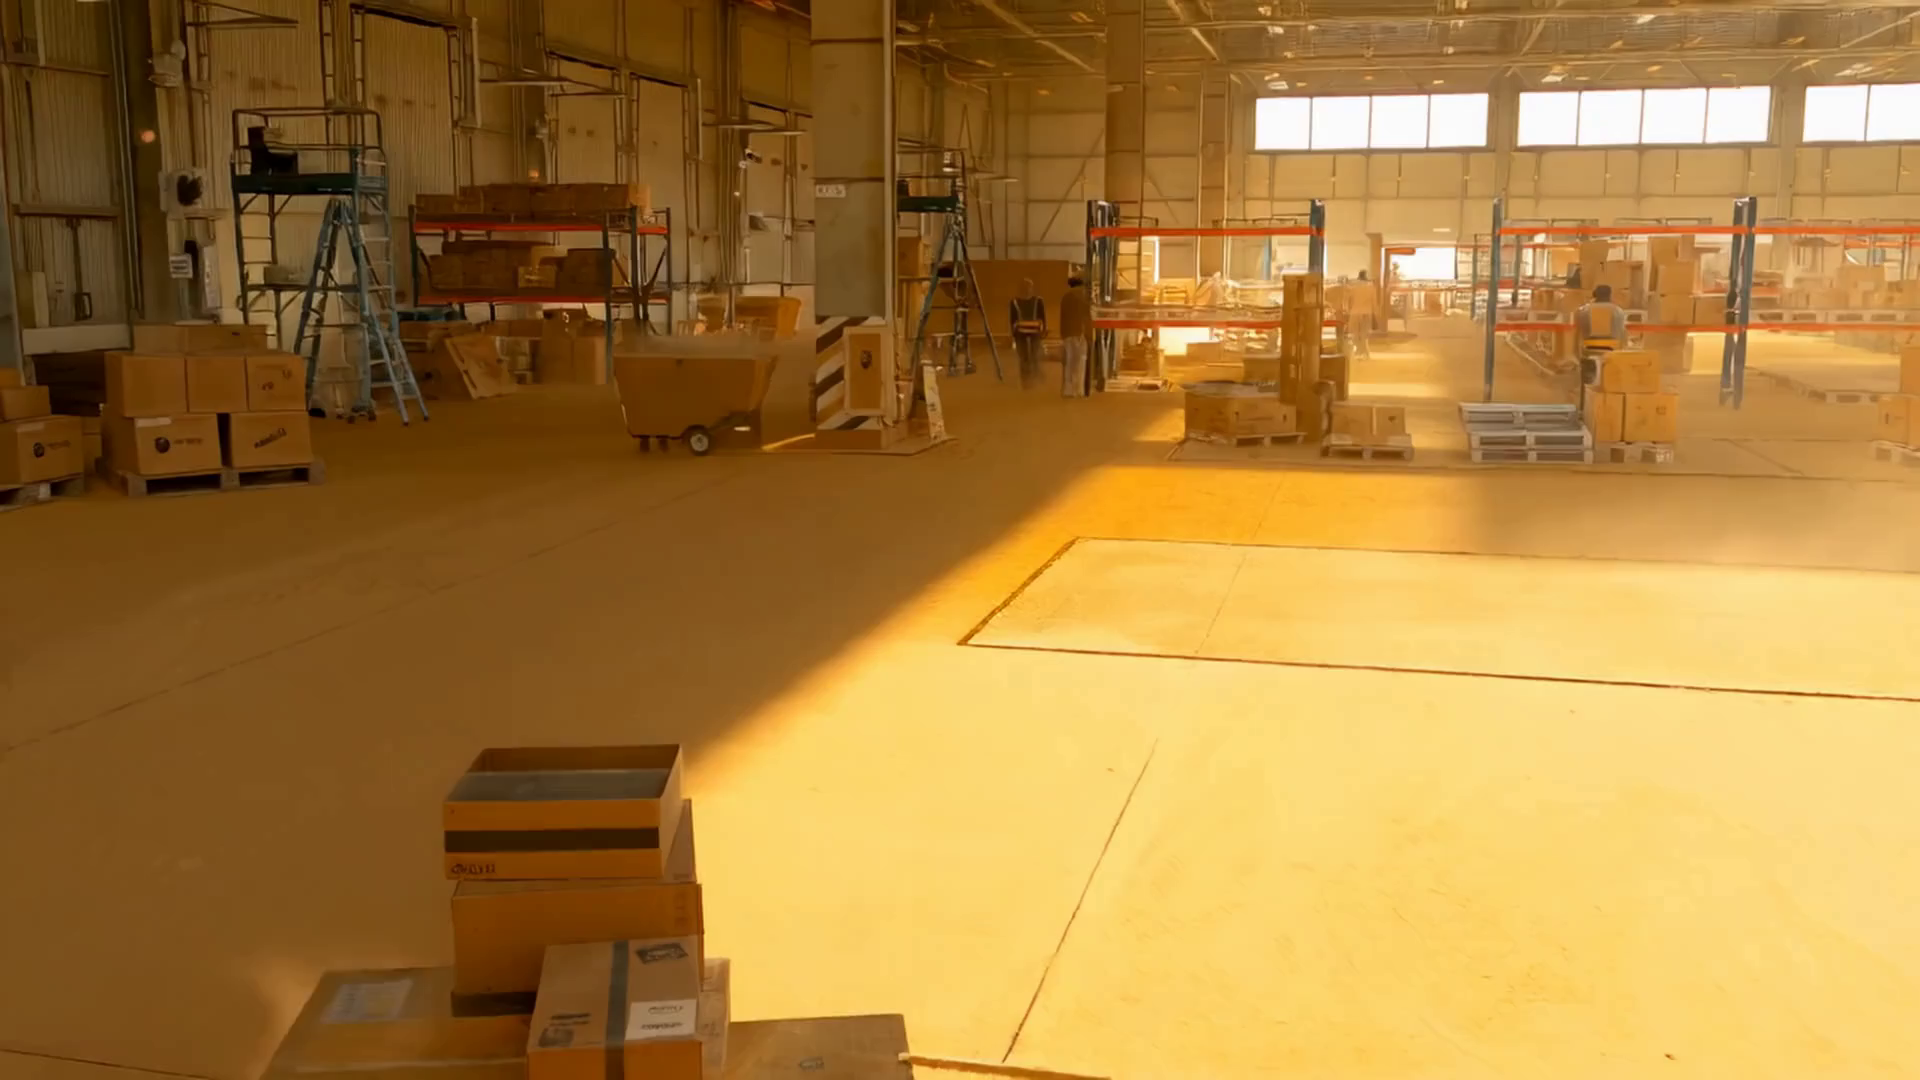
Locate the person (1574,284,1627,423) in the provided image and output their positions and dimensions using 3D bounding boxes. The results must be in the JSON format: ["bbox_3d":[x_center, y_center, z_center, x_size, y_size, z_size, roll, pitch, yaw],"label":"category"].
[{"bbox_3d":[8.210,-2.361,21.360,0.634,1.841,0.429,4,10,20],"label":"person"}]

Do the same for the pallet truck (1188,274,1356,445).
[{"bbox_3d":[3.653,-2.138,19.590,1.885,1.965,0.823,-4,10,-20],"label":"pallet truck"}]

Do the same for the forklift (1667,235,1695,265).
[{"bbox_3d":[21.149,-7.581,49.039,1.129,2.768,1.873,-7,12,-35],"label":"forklift"}]

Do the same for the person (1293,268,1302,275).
[{"bbox_3d":[8.874,-6.226,43.933,0.729,1.907,0.456,0,10,3],"label":"person"}]

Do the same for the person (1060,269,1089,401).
[{"bbox_3d":[1.742,-3.127,25.414,0.391,1.995,0.613,-4,10,-20],"label":"person"}]

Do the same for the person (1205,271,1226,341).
[{"bbox_3d":[6.726,-6.094,43.417,0.545,1.809,0.879,-5,11,-27],"label":"person"}]

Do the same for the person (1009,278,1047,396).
[{"bbox_3d":[1.098,-3.217,26.350,0.627,1.868,0.717,3,10,16],"label":"person"}]

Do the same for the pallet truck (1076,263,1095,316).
[{"bbox_3d":[4.325,-8.180,55.162,0.823,1.965,1.885,6,11,31],"label":"pallet truck"}]

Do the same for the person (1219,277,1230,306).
[{"bbox_3d":[7.392,-6.625,47.119,0.513,1.622,0.445,-2,10,-11],"label":"person"}]

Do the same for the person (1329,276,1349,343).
[{"bbox_3d":[9.775,-5.961,42.972,0.497,1.702,0.889,-1,10,-6],"label":"person"}]

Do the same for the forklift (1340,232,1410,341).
[{"bbox_3d":[10.815,-6.627,43.424,1.873,2.768,1.129,2,10,13],"label":"forklift"}]

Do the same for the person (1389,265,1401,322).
[{"bbox_3d":[14.803,-8.374,56.478,0.356,1.937,0.552,7,12,35],"label":"person"}]

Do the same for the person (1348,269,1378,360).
[{"bbox_3d":[8.536,-4.779,35.331,0.627,1.934,0.372,6,11,32],"label":"person"}]

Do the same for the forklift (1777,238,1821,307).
[{"bbox_3d":[28.229,-8.730,55.807,1.129,2.768,1.873,2,10,14],"label":"forklift"}]
